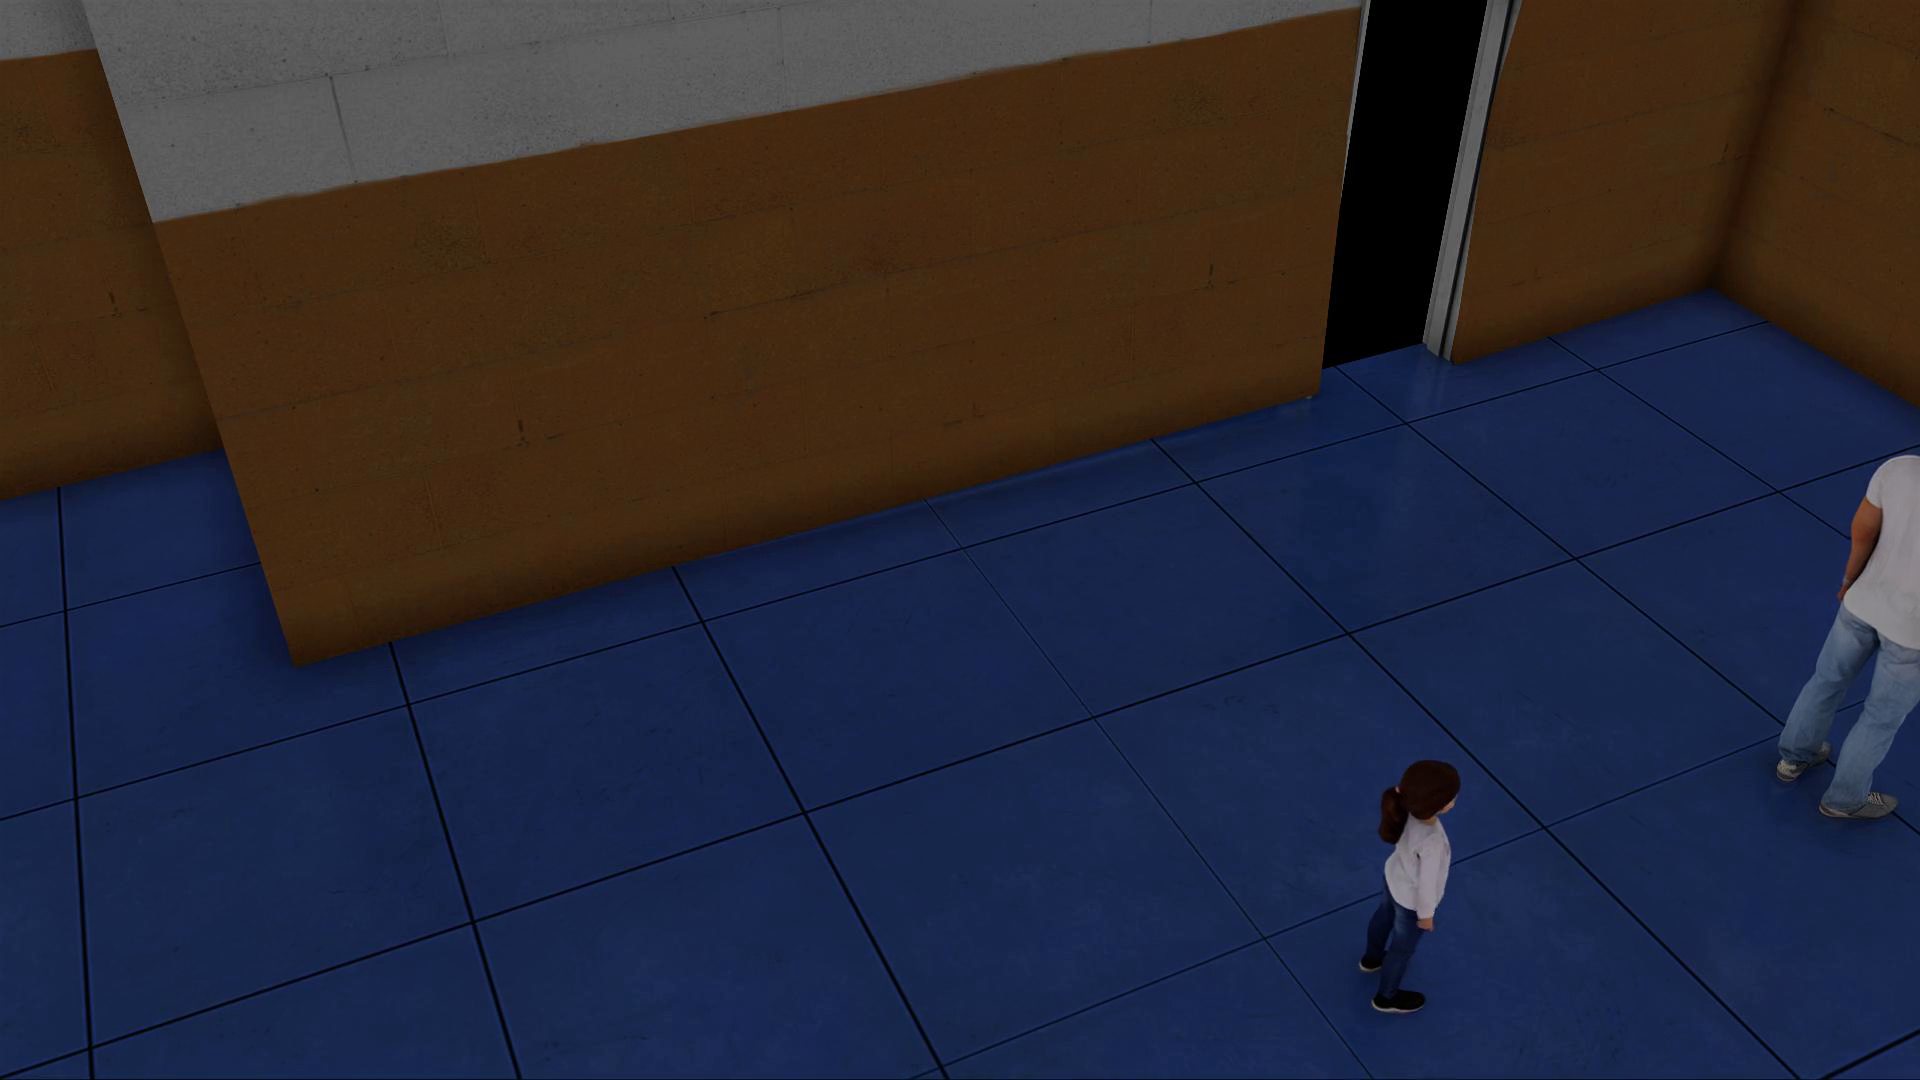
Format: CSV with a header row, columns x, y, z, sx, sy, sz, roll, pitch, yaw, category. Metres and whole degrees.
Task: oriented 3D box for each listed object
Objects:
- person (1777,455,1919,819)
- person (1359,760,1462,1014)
x,y,z,sx,sy,sz,roll,pitch,yaw,category
3.540,0.268,6.289,0.742,1.864,0.493,-13,39,-17,person
1.540,1.174,5.715,0.575,1.104,0.493,-3,37,-3,person
